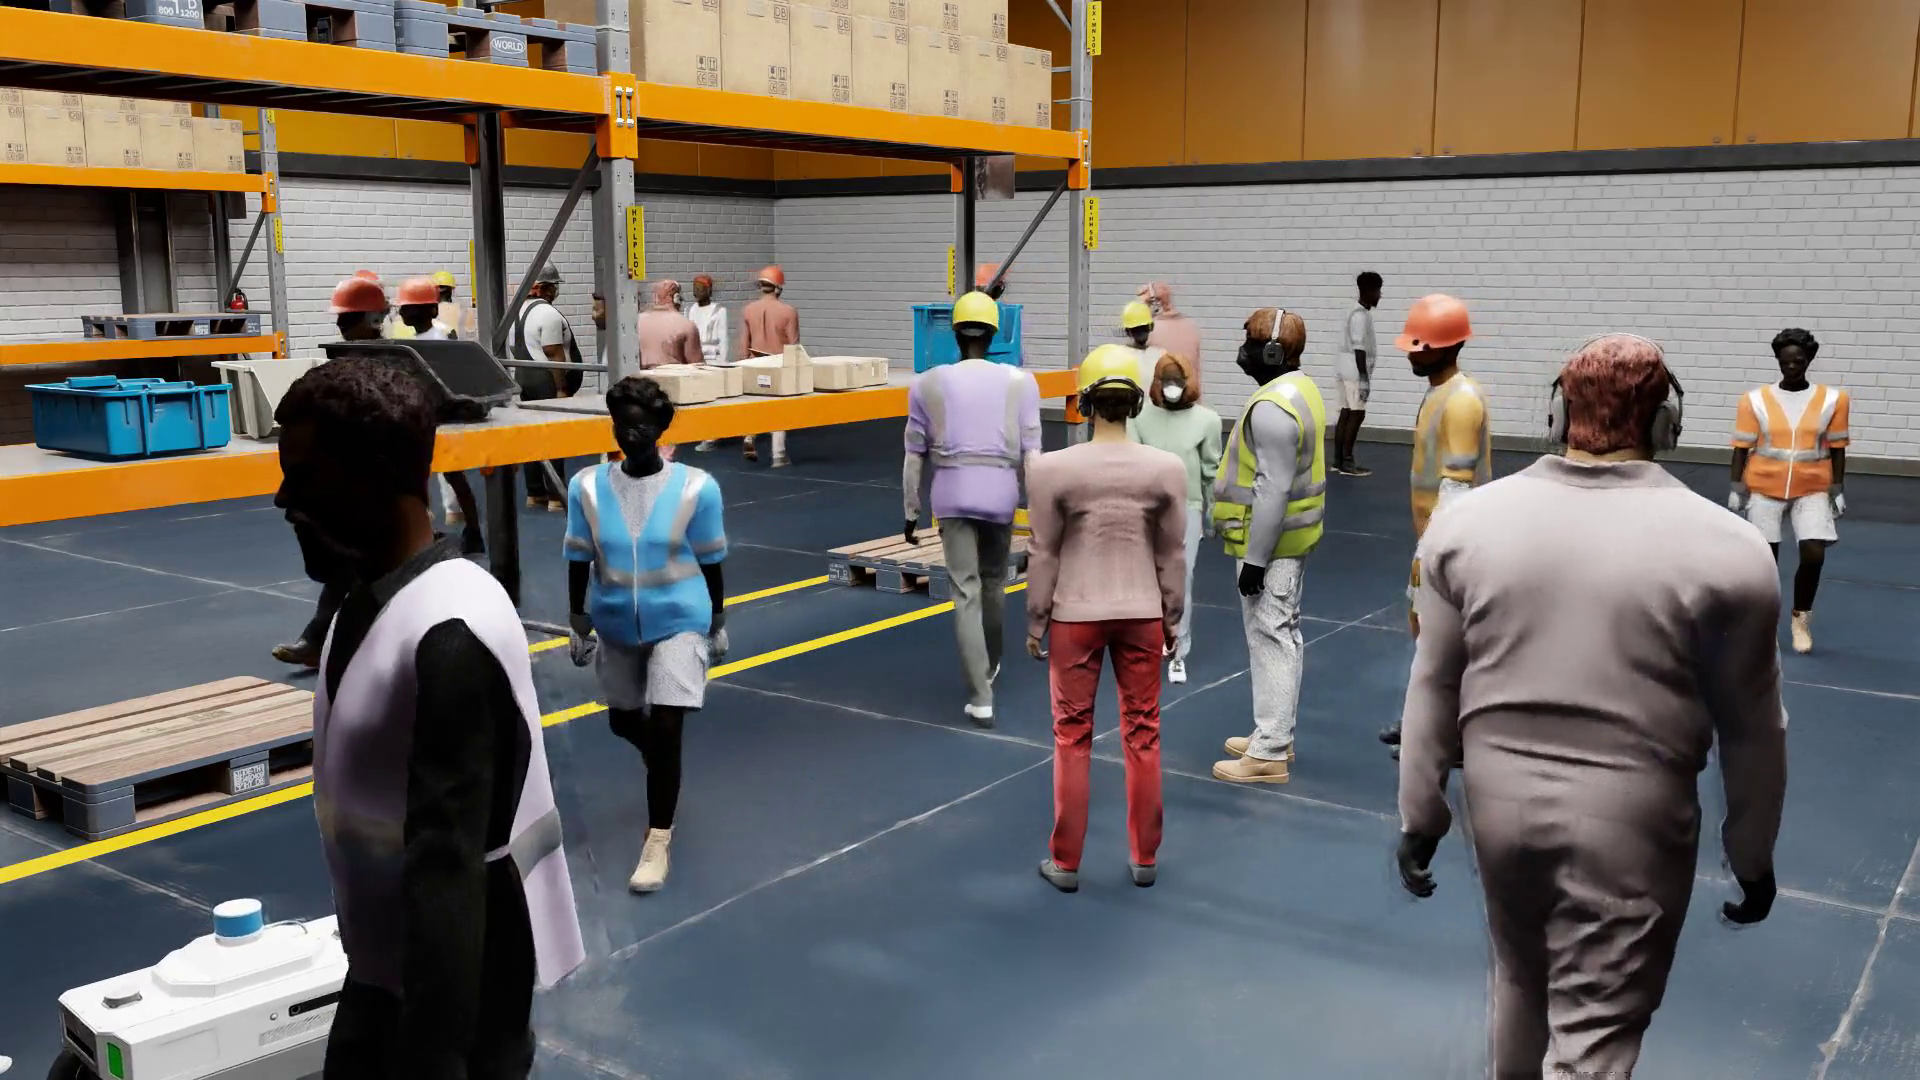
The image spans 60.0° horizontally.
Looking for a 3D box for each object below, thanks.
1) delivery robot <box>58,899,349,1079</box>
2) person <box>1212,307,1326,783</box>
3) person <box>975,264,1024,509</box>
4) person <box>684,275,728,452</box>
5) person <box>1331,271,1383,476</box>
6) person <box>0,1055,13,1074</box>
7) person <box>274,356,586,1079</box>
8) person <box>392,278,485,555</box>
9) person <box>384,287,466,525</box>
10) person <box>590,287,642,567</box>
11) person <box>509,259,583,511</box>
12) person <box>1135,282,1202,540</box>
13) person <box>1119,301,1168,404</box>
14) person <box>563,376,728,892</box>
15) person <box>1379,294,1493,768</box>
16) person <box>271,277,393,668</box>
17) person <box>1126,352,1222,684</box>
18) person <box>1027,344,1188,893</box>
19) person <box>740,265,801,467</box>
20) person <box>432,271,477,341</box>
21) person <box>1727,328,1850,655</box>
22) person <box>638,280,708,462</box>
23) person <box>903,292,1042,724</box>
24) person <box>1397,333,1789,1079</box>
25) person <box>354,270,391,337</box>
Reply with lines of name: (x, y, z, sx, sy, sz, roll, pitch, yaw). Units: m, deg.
delivery robot: (-1.639, 1.068, 3.815, 0.477, 0.478, 0.707, 9, 13, 44)
person: (1.198, 0.021, 6.501, 0.429, 1.846, 0.625, 3, 10, 18)
person: (0.232, -1.269, 13.745, 0.630, 1.985, 1.077, -5, 11, -27)
person: (-2.719, -1.866, 17.655, 0.611, 1.871, 0.413, 6, 11, 31)
person: (3.757, -1.574, 15.781, 0.372, 1.932, 0.797, 1, 10, 5)
person: (-2.408, 0.563, 3.875, 0.311, 1.642, 0.513, -8, 12, -38)
person: (-0.746, 0.657, 2.584, 0.778, 1.890, 0.604, -7, 12, -34)
person: (-3.678, -0.798, 11.204, 0.964, 1.894, 0.575, -7, 12, -36)
person: (-4.074, -1.023, 12.733, 0.641, 1.840, 0.429, 2, 10, 12)
person: (-2.196, -0.733, 10.969, 0.580, 1.851, 0.537, -5, 11, -25)
person: (-3.337, -1.261, 13.546, 0.536, 2.000, 0.677, -9, 13, -42)
person: (1.447, -0.900, 11.925, 0.651, 1.874, 0.437, -8, 12, -39)
person: (1.259, -0.786, 11.572, 0.571, 1.746, 0.369, -7, 12, -35)
person: (-1.032, 0.266, 5.588, 0.537, 1.667, 0.785, 1, 10, 6)
person: (1.911, -0.031, 6.668, 0.432, 1.899, 0.637, 2, 10, 10)
person: (-2.950, -0.331, 8.307, 0.644, 1.937, 1.012, 7, 12, 35)
person: (1.046, -0.143, 8.245, 0.487, 1.587, 0.828, 2, 10, 13)
person: (0.469, 0.255, 5.366, 0.520, 1.761, 0.335, -2, 10, -11)
person: (-1.851, -1.684, 16.254, 0.620, 1.978, 0.532, 4, 10, 23)
person: (-5.160, -1.738, 16.735, 0.593, 1.922, 0.384, -3, 10, -17)
person: (4.209, -0.234, 8.481, 0.561, 1.681, 0.413, 4, 10, 25)
person: (-2.326, -1.139, 13.338, 0.778, 1.860, 0.749, 5, 11, 26)
person: (0.052, -0.165, 7.498, 0.615, 1.869, 0.922, -1, 10, -5)
person: (1.261, 0.539, 3.279, 0.671, 1.878, 0.766, 8, 12, 39)
person: (-5.824, -1.704, 16.502, 0.378, 1.932, 0.551, -1, 10, -4)
